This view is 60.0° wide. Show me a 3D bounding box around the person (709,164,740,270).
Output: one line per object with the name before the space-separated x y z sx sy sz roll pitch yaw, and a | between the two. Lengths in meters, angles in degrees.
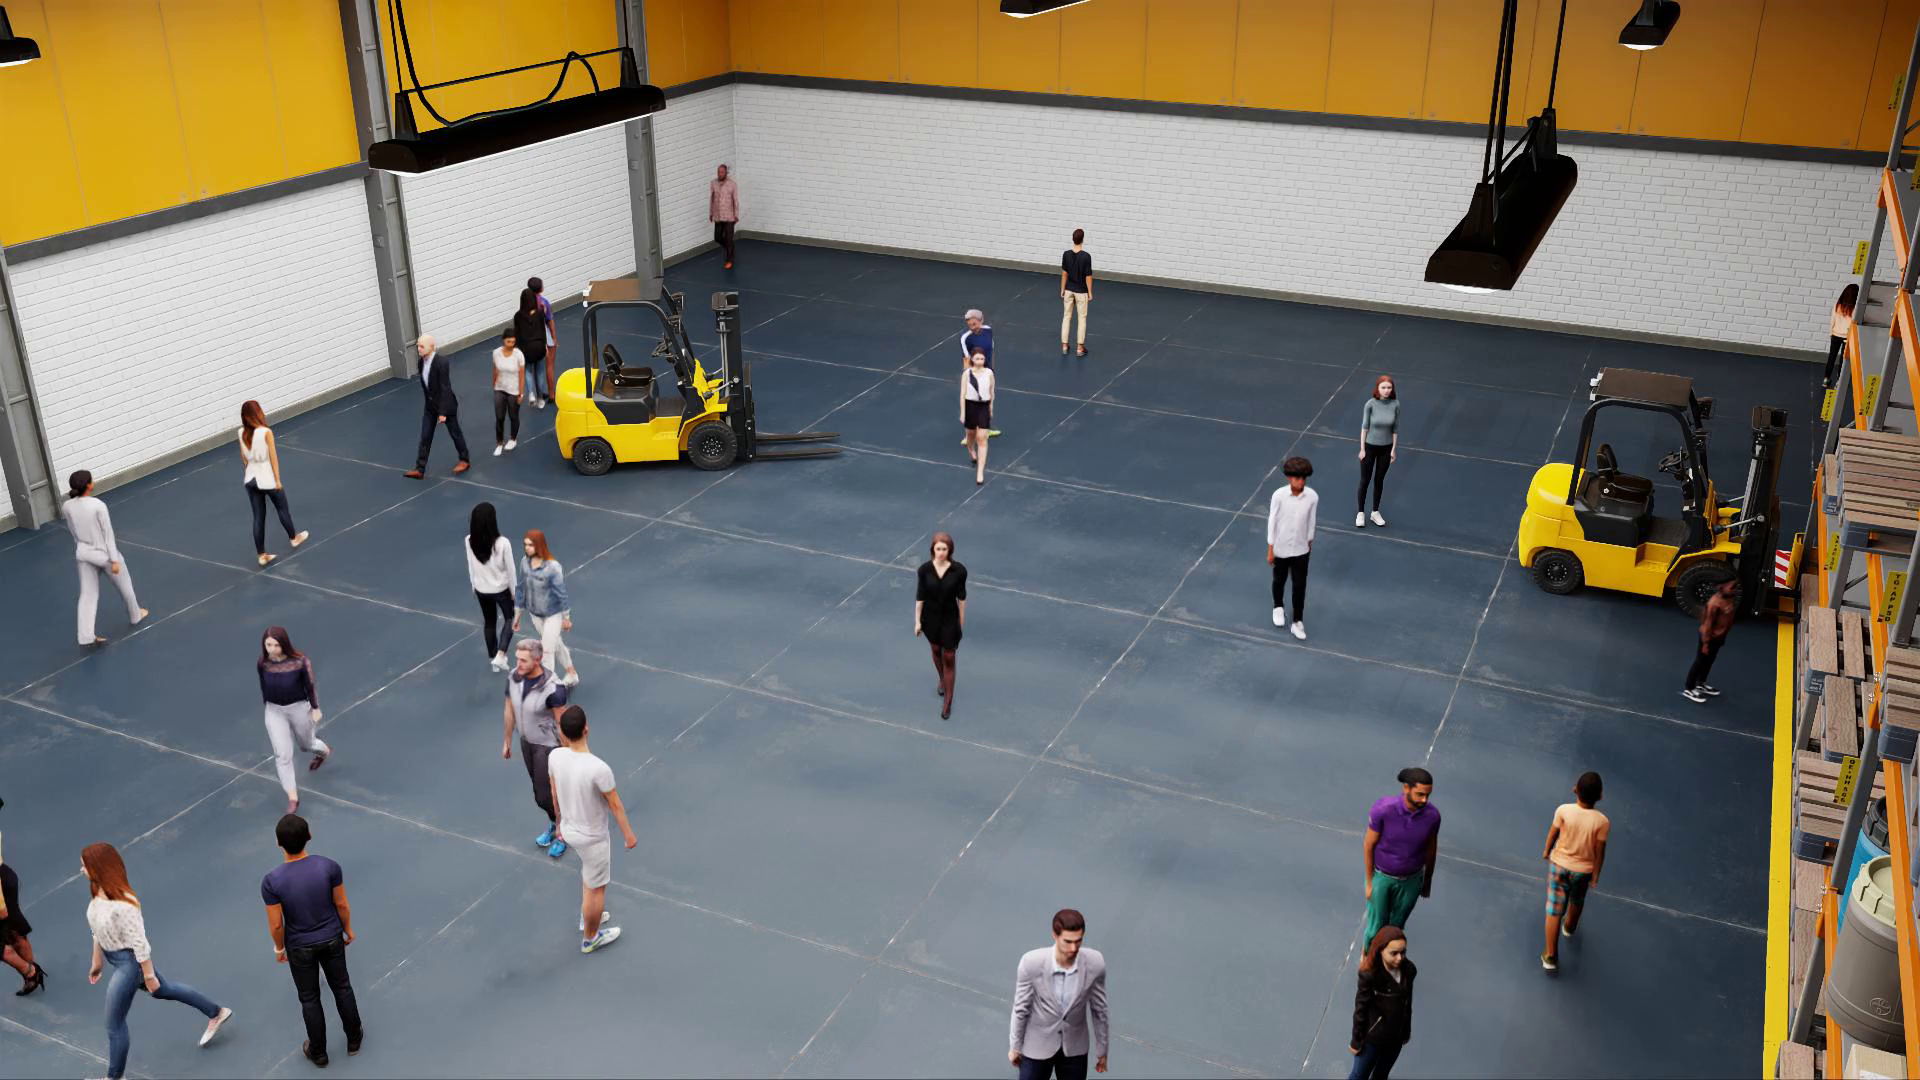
person | -4.114 -5.720 29.285 0.779 1.788 0.972 7 24 15

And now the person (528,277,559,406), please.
person | -5.642 -2.705 22.445 0.597 1.743 0.521 12 26 26

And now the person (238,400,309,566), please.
person | -7.407 -0.568 17.539 0.787 1.758 1.038 4 24 9

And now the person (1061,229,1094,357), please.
person | 1.715 -3.648 24.467 0.638 1.851 0.551 12 26 25

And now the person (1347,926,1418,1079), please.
person | 2.503 2.916 9.911 0.624 1.483 0.693 -9 25 -20

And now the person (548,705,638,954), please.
person | -2.645 2.047 11.461 0.791 1.833 0.744 19 30 37

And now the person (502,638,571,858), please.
person | -3.121 1.525 12.684 0.747 1.810 0.700 16 28 32

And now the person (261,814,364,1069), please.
person | -4.060 2.511 10.450 0.654 1.793 0.779 -15 28 -31

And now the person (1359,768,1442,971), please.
person | 2.893 2.219 11.171 0.761 1.749 0.796 1 24 2

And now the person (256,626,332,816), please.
person | -5.343 1.374 13.327 0.913 1.572 1.110 1 24 2

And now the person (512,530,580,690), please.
person | -3.628 0.650 14.867 0.722 1.665 1.089 14 27 29

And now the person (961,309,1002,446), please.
person | 0.272 -2.087 20.968 0.944 1.793 0.702 17 29 34

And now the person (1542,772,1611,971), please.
person | 4.187 2.285 11.416 0.582 1.432 0.976 9 25 20

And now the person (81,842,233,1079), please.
person | -5.081 2.599 10.386 1.252 1.683 0.905 -20 31 -39

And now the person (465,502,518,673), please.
person | -4.309 0.483 15.218 0.733 1.689 0.806 3 24 6

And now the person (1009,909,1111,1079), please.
person | 0.551 2.859 9.588 0.840 1.846 0.849 -2 24 -4

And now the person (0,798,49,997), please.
person | -6.289 2.341 11.024 0.795 1.644 0.739 -10 26 -22

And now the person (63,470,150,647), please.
person | -8.286 0.199 15.857 0.856 1.699 1.192 4 24 9

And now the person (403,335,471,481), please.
person | -6.154 -1.598 19.906 0.673 1.748 1.148 11 26 24

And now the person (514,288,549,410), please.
person | -5.692 -2.523 22.166 0.726 1.633 0.790 -6 24 -13

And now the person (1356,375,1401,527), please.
person | 4.651 -0.998 18.540 0.667 1.743 0.689 -2 24 -4

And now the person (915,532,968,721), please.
person | -0.171 0.684 14.785 0.819 1.669 1.083 2 24 6

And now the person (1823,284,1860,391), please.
person | 12.253 -2.836 23.067 0.654 1.484 0.643 -17 29 -33

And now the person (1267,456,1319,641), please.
person | 3.184 0.014 16.173 0.844 1.784 1.010 1 24 3

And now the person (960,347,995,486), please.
person | 0.189 -1.524 19.909 0.931 1.610 1.156 -2 24 -5

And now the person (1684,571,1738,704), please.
person | 6.746 0.851 14.925 0.543 1.250 0.653 -17 29 -34

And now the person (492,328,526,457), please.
person | -5.579 -1.871 20.707 0.769 1.607 0.865 4 24 10
